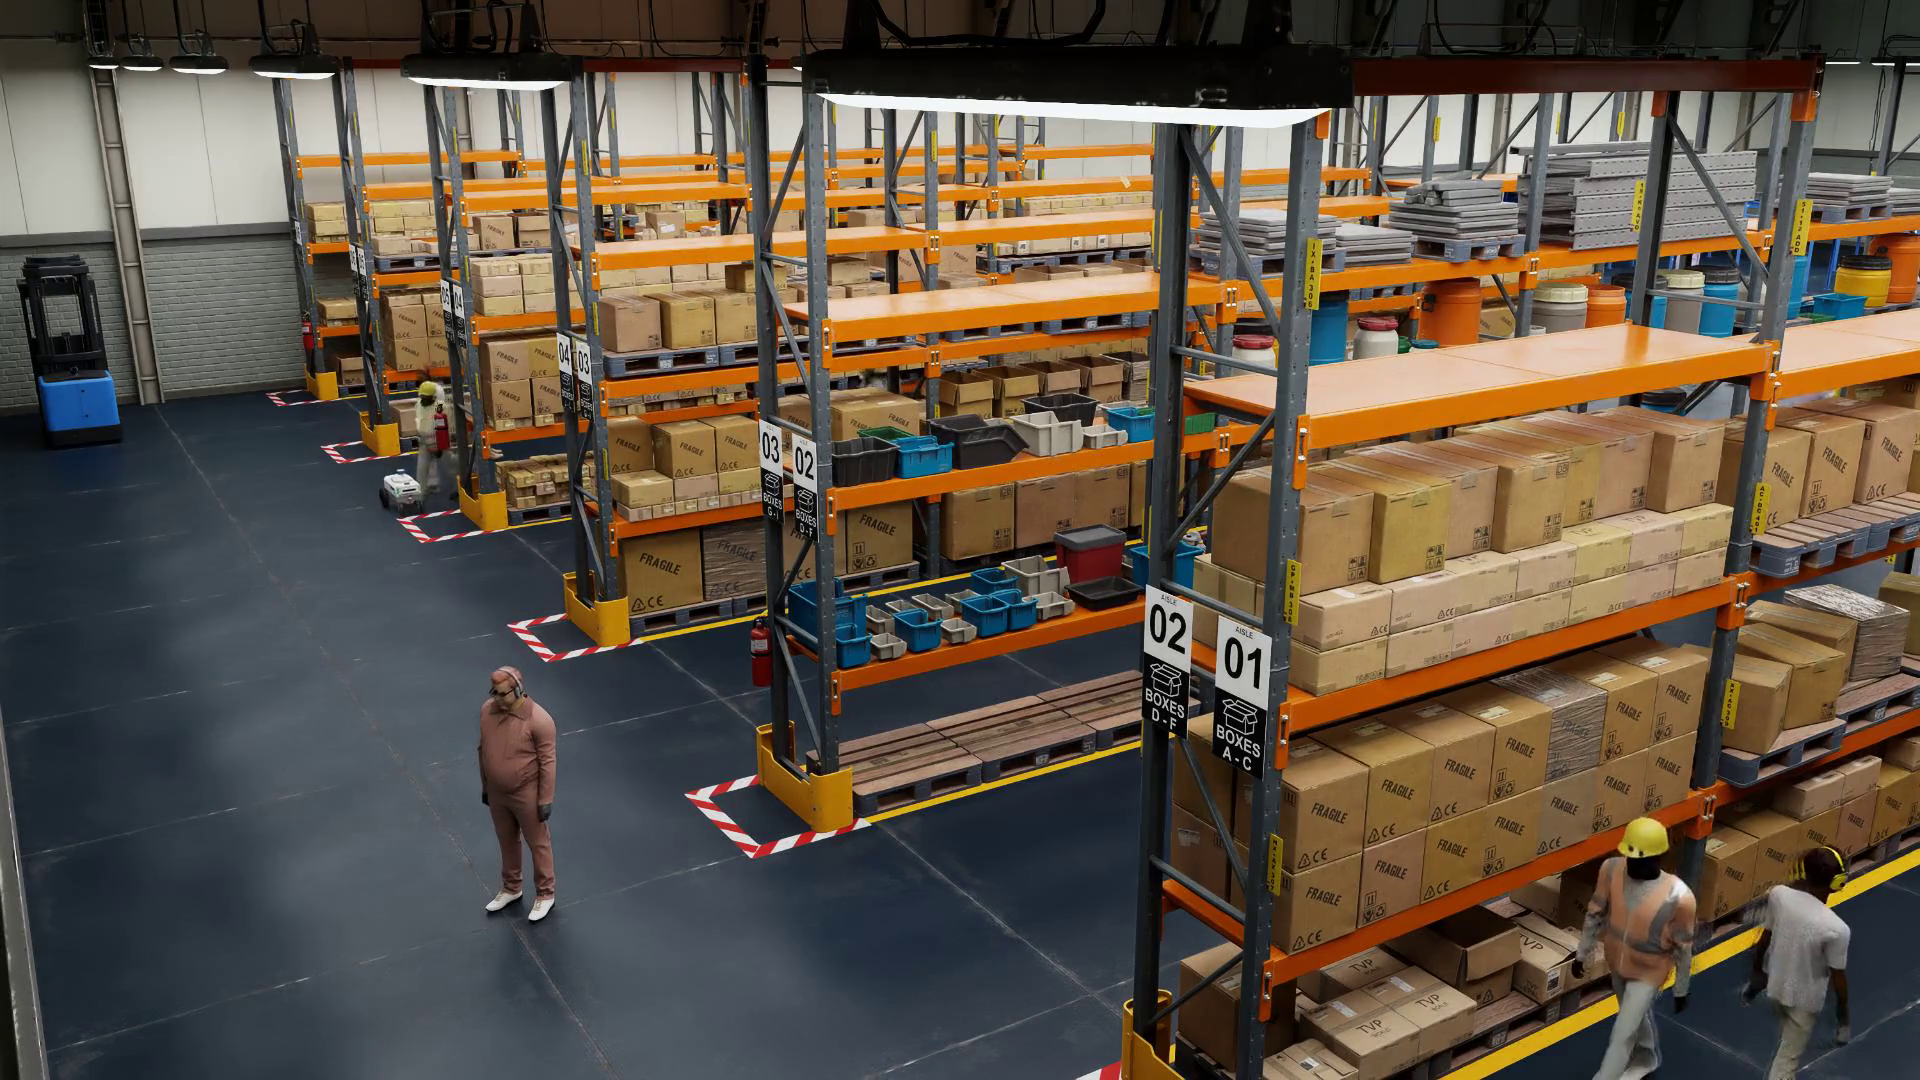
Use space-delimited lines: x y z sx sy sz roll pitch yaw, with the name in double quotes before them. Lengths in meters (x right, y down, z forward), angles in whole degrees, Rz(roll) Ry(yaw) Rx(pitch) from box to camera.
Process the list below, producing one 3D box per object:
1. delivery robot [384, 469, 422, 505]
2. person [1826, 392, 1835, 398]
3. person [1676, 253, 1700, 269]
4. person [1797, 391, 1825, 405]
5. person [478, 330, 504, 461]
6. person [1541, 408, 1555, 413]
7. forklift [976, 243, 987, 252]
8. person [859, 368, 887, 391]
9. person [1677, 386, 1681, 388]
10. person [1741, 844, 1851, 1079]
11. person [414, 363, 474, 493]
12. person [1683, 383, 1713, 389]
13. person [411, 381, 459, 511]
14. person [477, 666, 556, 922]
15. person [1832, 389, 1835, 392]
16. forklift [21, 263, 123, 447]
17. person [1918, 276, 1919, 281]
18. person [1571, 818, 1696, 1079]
"delivery robot" -7.697 -0.734 21.785 0.477 0.478 0.707 -11 20 -32
"person" 12.793 -1.630 23.013 0.538 1.629 0.333 -2 17 -6
"person" 18.137 -6.787 39.445 0.638 1.904 0.402 -4 17 -12
"person" 11.963 -1.536 22.205 0.481 1.912 0.658 5 18 16
"person" -7.324 -2.269 24.392 0.372 2.044 0.607 -5 18 -17
"person" 7.826 -1.170 21.286 0.652 1.745 0.545 -1 17 -4
"forklift" 0.988 -5.474 34.718 1.214 2.155 2.313 -10 20 -31
"person" -1.198 -1.635 22.578 1.001 1.901 0.641 -13 21 -36
"person" 13.170 -3.429 28.665 0.316 1.769 0.525 4 17 11
"person" 4.777 2.569 8.870 0.727 1.836 0.577 -6 18 -19
"person" -7.435 -1.626 22.600 0.630 1.866 0.756 13 21 37
"person" 13.909 -3.709 29.515 0.666 1.802 0.515 -2 17 -6
"person" -7.244 -1.347 21.816 0.588 1.790 0.860 5 18 17
"person" -3.183 1.799 11.292 0.641 1.905 0.410 7 18 22
"person" 13.841 -2.288 24.683 0.405 1.911 0.636 -1 17 -5
"forklift" -14.518 -3.079 25.708 1.129 2.768 1.873 -10 20 -31
"person" 20.170 -5.045 33.694 0.369 1.925 0.586 1 17 3
"person" 3.896 2.462 9.176 1.011 1.872 0.614 -10 20 -29
